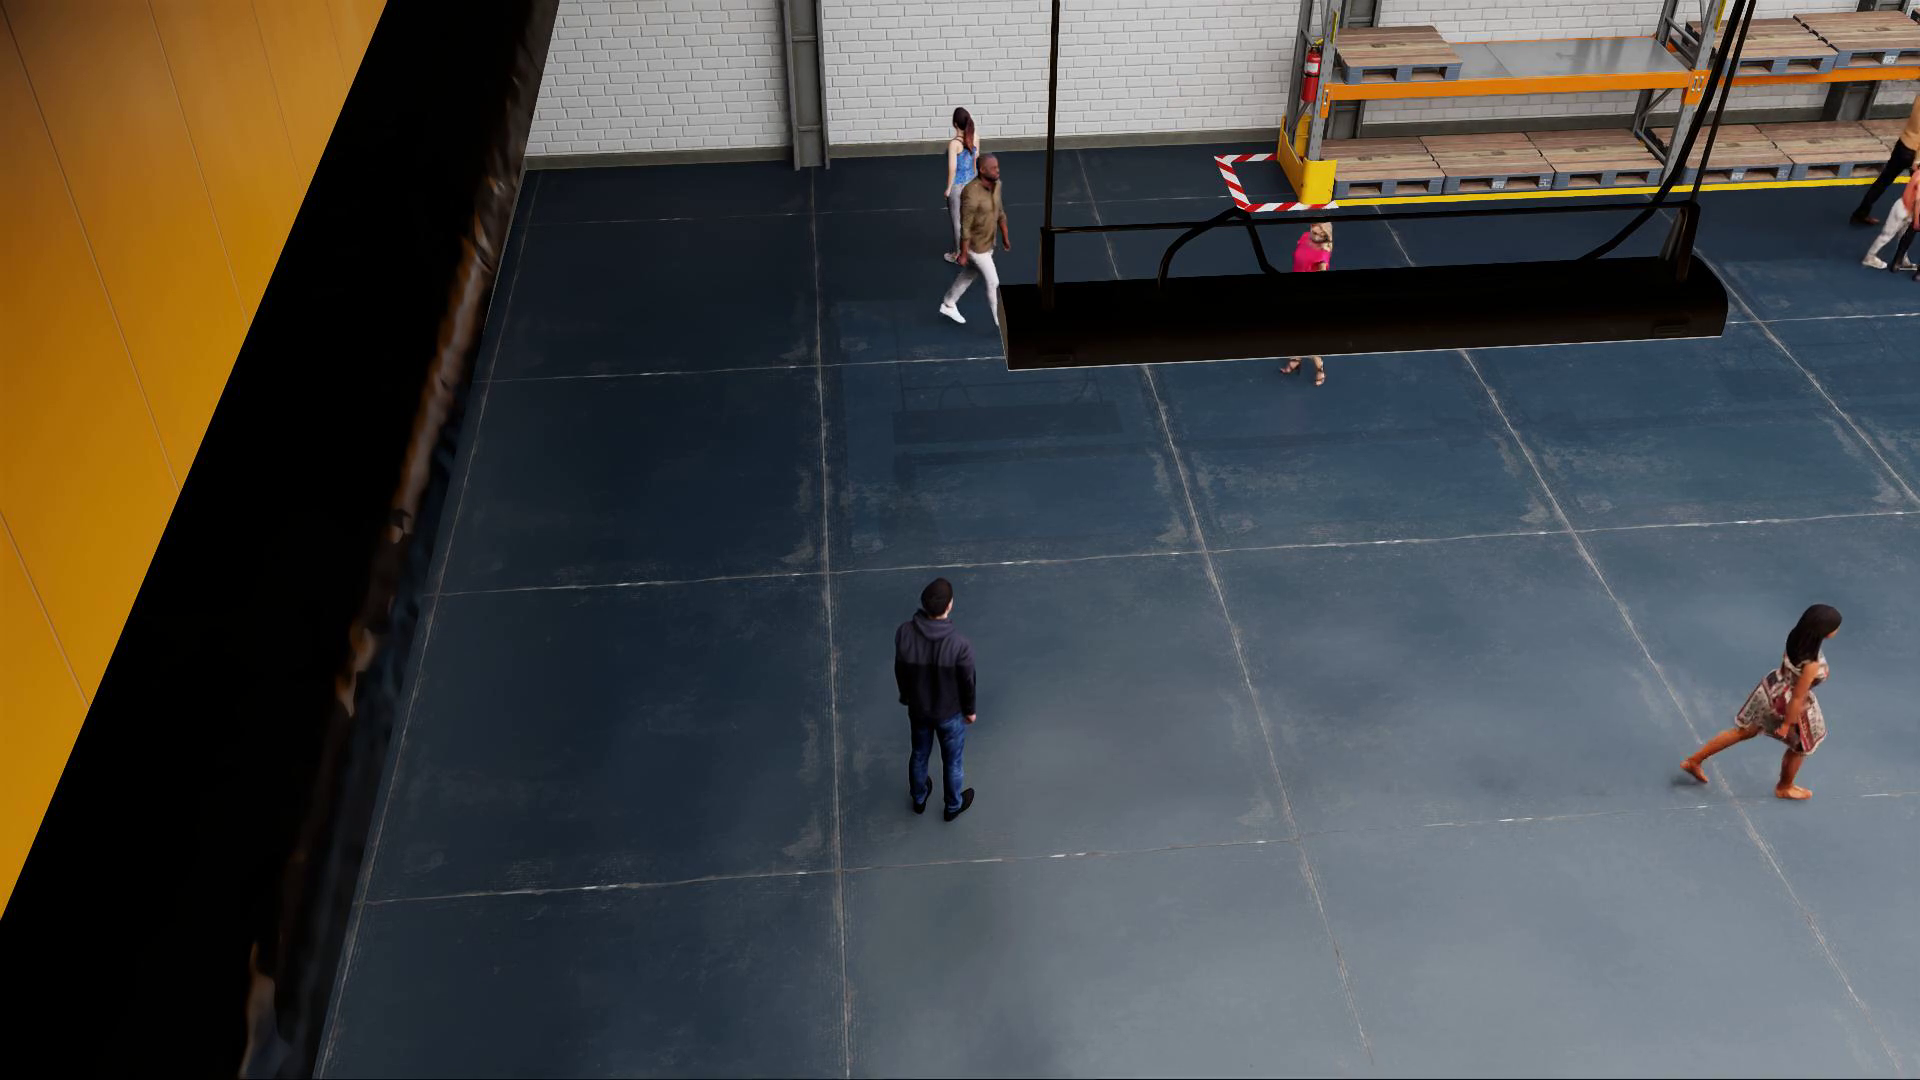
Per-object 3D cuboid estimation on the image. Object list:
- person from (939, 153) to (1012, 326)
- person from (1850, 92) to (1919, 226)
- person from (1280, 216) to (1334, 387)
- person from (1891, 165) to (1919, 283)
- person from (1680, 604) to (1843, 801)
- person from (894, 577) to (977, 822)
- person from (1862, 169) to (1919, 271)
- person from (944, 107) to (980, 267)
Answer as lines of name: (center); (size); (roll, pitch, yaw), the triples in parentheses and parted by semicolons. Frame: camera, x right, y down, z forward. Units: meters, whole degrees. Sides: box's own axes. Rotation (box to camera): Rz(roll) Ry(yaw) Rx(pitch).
person: (0.113, -2.724, 15.303); (1.299, 1.784, 1.115); (17, 42, 20)
person: (9.588, -3.932, 16.875); (1.123, 1.709, 0.680); (-2, 39, -2)
person: (3.055, -2.158, 14.662); (0.693, 1.698, 0.686); (1, 39, 1)
person: (9.498, -3.426, 16.072); (0.790, 1.921, 0.831); (-20, 43, -23)
person: (5.210, 1.050, 10.718); (1.139, 1.608, 0.728); (2, 39, 3)
person: (-0.157, 1.031, 10.514); (0.674, 1.892, 0.819); (14, 41, 16)
person: (9.226, -3.250, 16.360); (0.846, 1.286, 0.739); (18, 42, 22)
person: (0.020, -3.494, 16.407); (0.635, 1.608, 0.711); (-31, 48, -33)
